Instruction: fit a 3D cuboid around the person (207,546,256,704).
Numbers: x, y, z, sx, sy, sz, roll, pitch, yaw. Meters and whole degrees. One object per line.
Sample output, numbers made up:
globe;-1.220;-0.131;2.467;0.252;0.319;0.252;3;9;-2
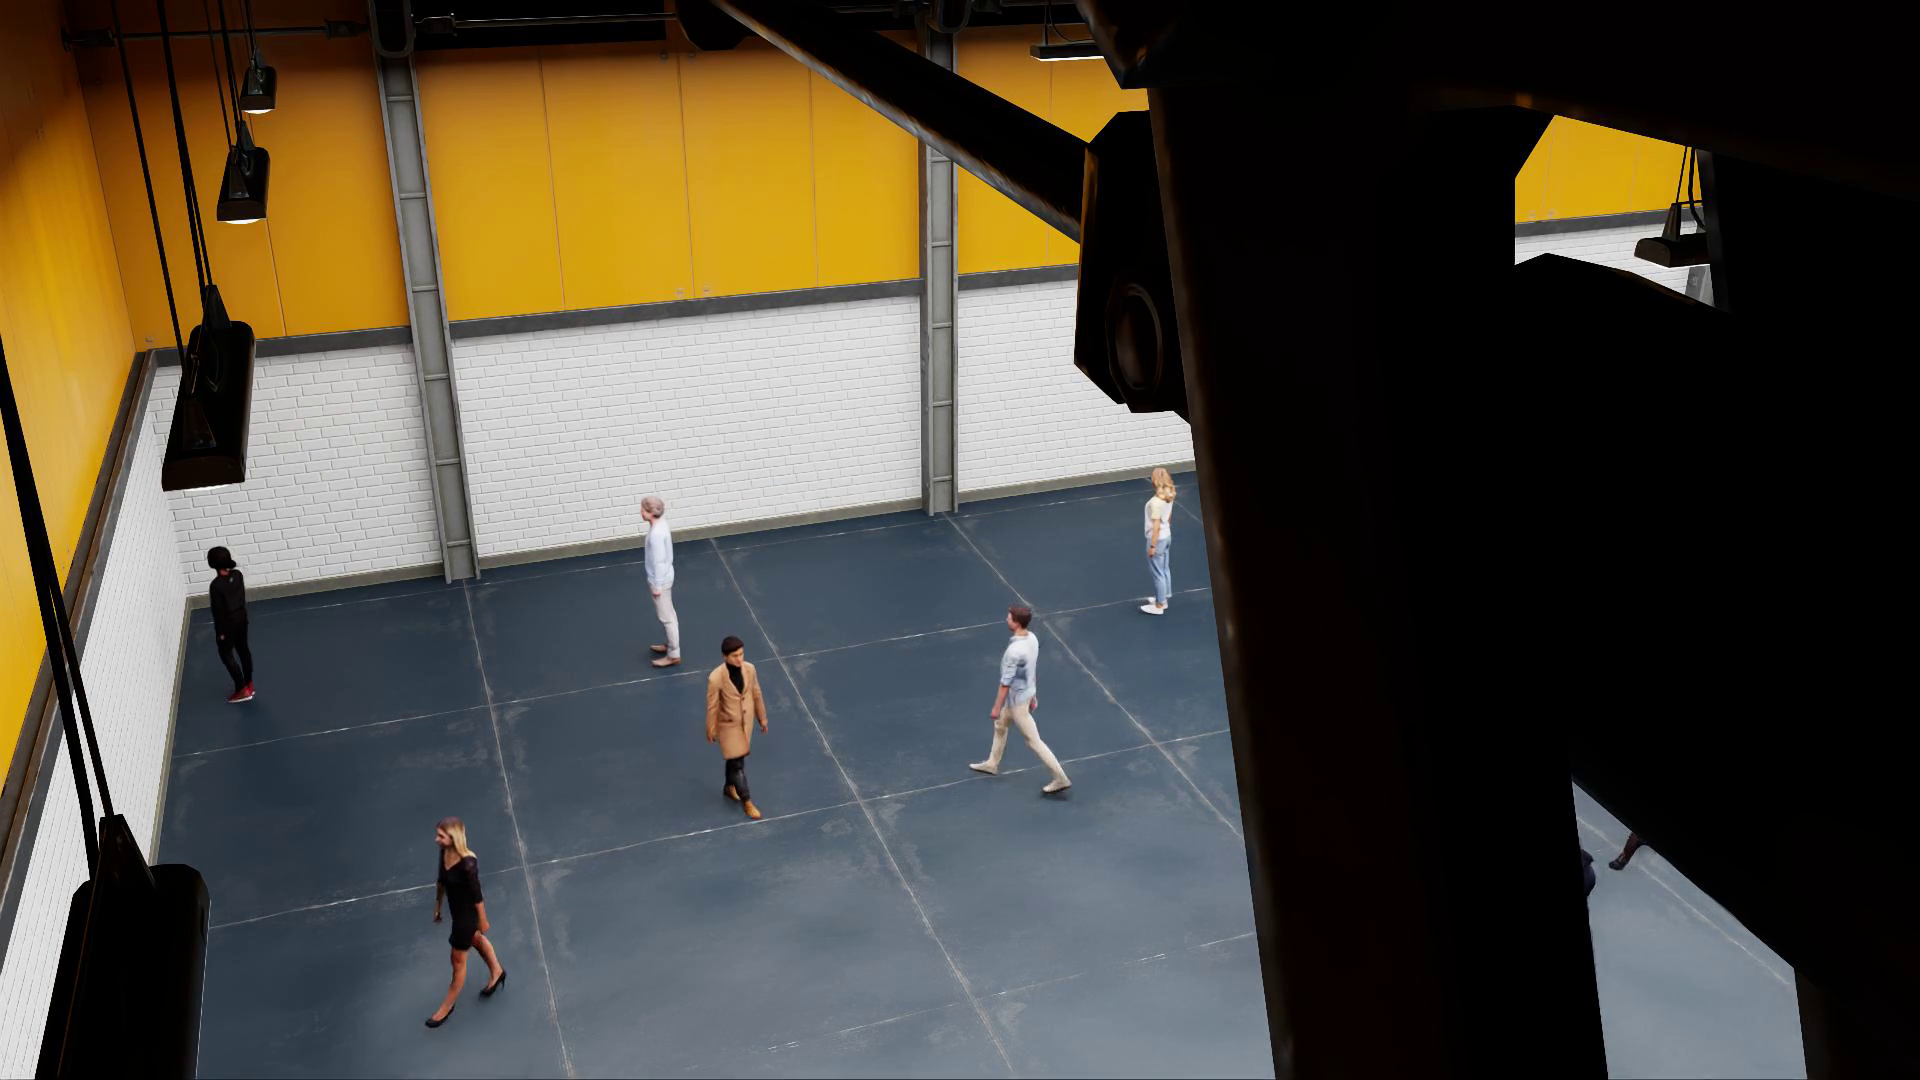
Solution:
person;-7.279;0.831;16.694;0.782;1.677;0.727;9;25;20

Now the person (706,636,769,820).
person;-2.067;1.600;14.899;0.960;1.705;0.938;-20;31;-38

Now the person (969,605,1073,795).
person;0.627;1.486;15.036;1.309;1.804;1.160;8;25;17

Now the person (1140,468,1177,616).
person;2.222;0.009;18.518;0.764;1.722;0.691;12;26;26

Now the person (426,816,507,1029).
person;-3.594;2.746;12.351;1.029;1.646;0.804;-21;31;-39

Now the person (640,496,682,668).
person;-3.127;0.408;17.394;0.633;1.890;0.714;-3;24;-7
